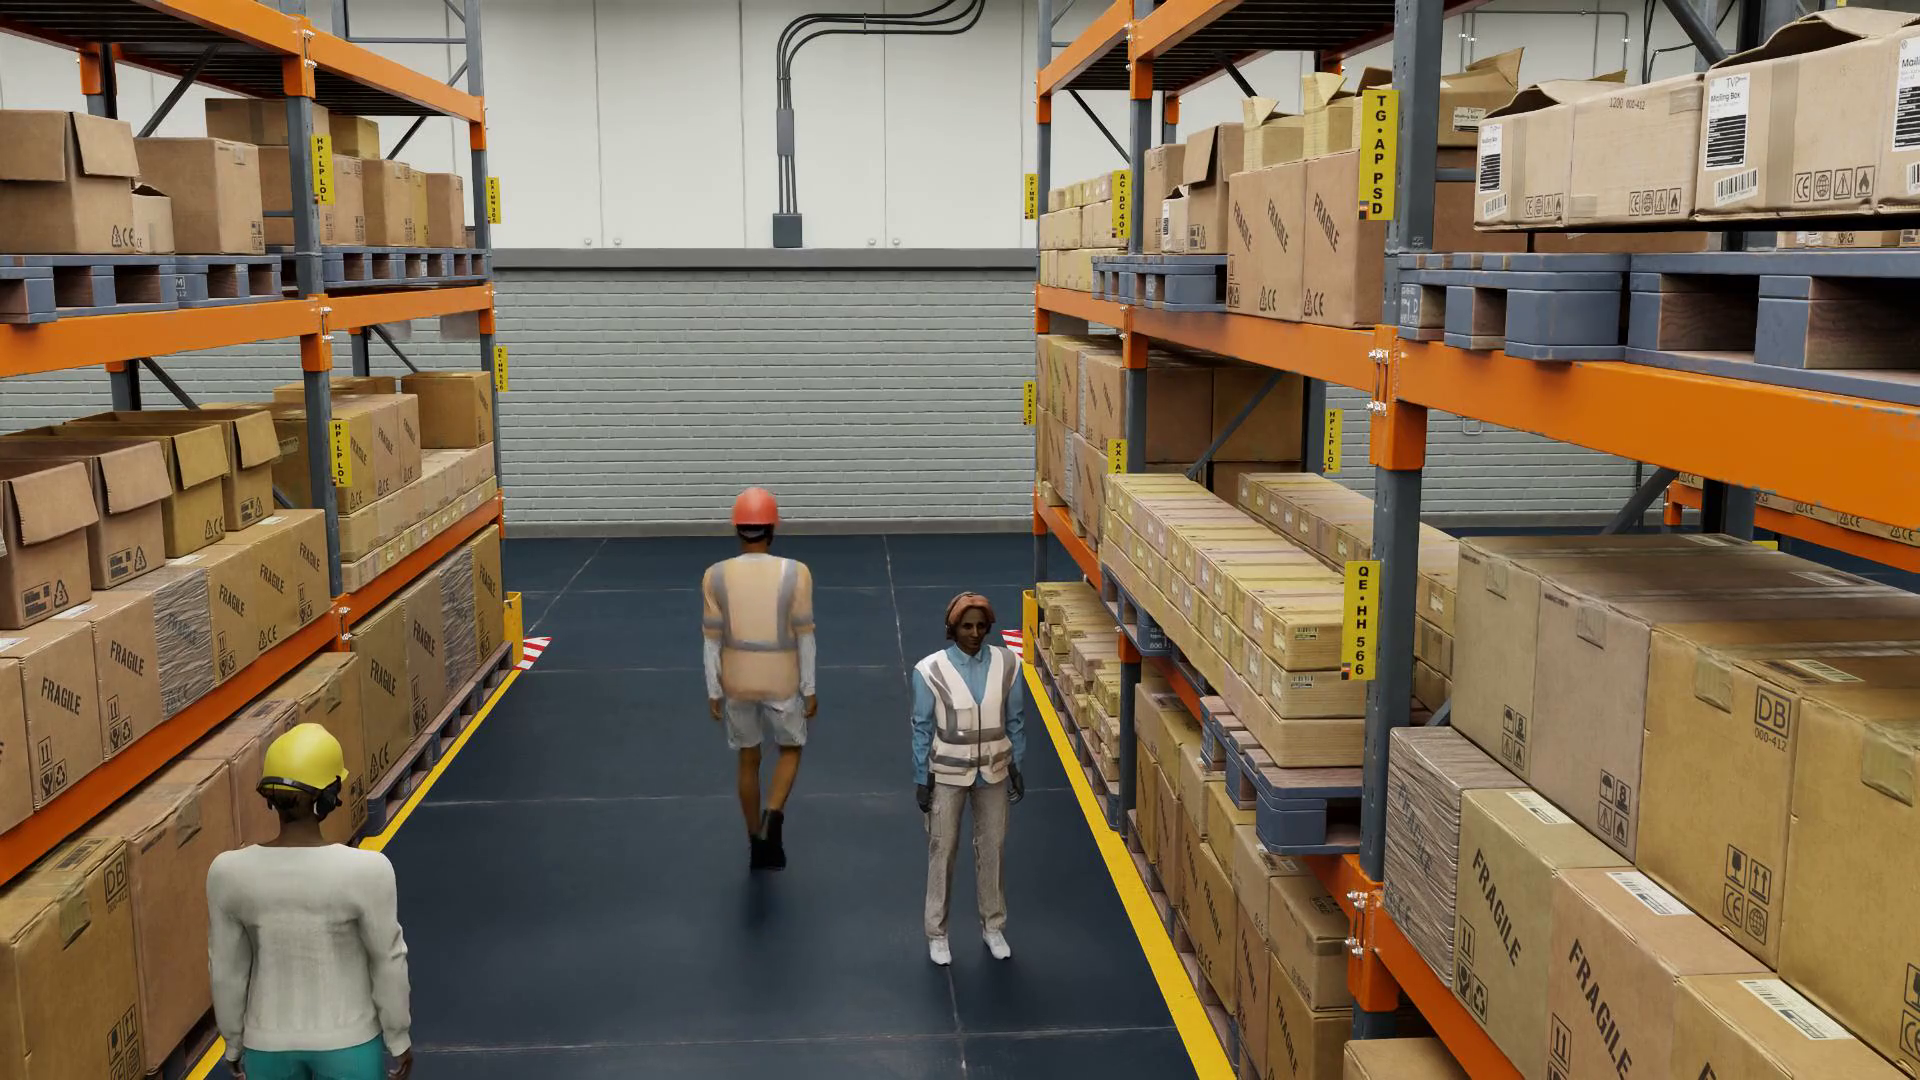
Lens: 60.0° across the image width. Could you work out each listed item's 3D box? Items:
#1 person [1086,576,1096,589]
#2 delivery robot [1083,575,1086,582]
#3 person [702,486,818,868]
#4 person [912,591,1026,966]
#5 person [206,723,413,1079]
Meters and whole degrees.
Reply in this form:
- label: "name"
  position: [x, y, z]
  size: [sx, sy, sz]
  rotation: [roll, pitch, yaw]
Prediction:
- label: "person"
  position: [1.072, -0.172, 13.409]
  size: [0.556, 1.891, 0.666]
  rotation: [9, 13, 43]
- label: "delivery robot"
  position: [1.351, 0.410, 13.623]
  size: [0.477, 0.478, 0.707]
  rotation: [-9, 13, -44]
- label: "person"
  position: [-0.985, 0.700, 8.154]
  size: [0.560, 1.927, 0.523]
  rotation: [1, 10, 5]
- label: "person"
  position: [0.034, 1.020, 7.151]
  size: [0.508, 1.629, 0.319]
  rotation: [-3, 10, -19]
- label: "person"
  position: [-1.791, 1.378, 4.639]
  size: [0.533, 1.767, 0.327]
  rotation: [0, 10, -2]
